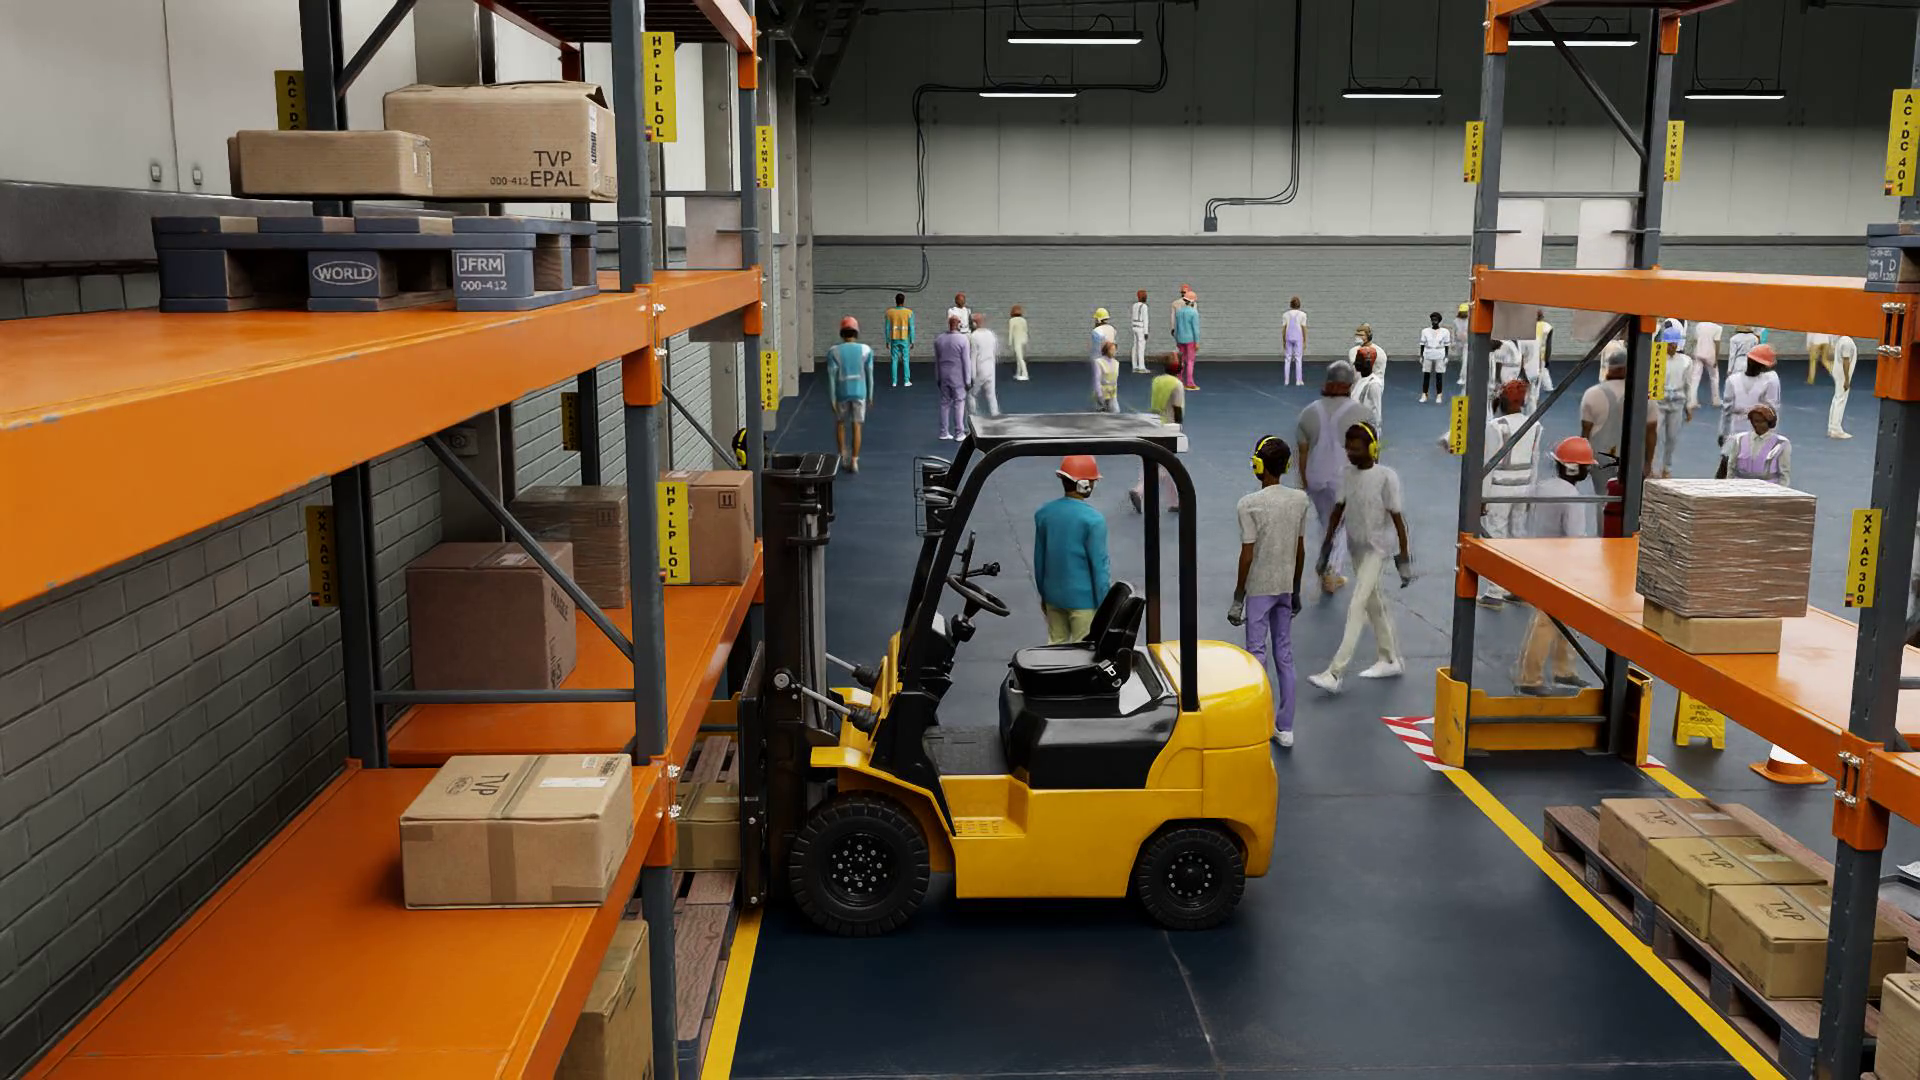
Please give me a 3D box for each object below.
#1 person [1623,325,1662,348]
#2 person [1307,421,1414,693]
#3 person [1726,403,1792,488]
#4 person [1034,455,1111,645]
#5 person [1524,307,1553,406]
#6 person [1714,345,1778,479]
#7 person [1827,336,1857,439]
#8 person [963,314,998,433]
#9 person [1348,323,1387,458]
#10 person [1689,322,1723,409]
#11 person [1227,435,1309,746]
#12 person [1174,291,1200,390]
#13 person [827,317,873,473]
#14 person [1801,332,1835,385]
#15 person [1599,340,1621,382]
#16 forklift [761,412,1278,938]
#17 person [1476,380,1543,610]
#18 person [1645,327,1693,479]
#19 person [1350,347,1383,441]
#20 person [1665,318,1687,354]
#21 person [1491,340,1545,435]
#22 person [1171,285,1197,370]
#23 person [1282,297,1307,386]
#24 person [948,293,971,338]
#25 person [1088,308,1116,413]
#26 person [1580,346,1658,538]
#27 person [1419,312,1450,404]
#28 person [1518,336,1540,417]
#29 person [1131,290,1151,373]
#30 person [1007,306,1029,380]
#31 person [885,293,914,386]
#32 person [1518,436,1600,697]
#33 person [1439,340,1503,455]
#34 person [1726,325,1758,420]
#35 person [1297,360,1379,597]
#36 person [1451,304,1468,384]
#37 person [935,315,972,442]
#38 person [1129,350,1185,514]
[{"bbox_3d":[12.169,-3.259,29.679,0.600,1.883,0.951,8,13,38],"label":"person"},{"bbox_3d":[2.670,0.106,11.116,0.996,1.806,0.632,-6,12,-30],"label":"person"},{"bbox_3d":[6.726,-0.338,14.060,0.309,1.640,0.513,-9,14,-42],"label":"person"},{"bbox_3d":[0.700,0.329,10.029,0.334,1.749,0.576,-9,13,-41],"label":"person"},{"bbox_3d":[10.459,-3.341,30.345,0.622,1.813,0.920,3,11,17],"label":"person"},{"bbox_3d":[8.622,-1.206,18.253,0.605,1.873,0.735,8,13,38],"label":"person"},{"bbox_3d":[13.446,-2.456,25.287,0.327,1.843,0.516,4,11,19],"label":"person"},{"bbox_3d":[0.281,-2.577,25.868,0.799,1.865,0.790,8,13,38],"label":"person"},{"bbox_3d":[5.300,-1.864,21.771,0.380,1.930,0.625,-6,12,-30],"label":"person"},{"bbox_3d":[13.460,-3.263,29.876,0.897,1.806,0.517,-7,13,-36],"label":"person"},{"bbox_3d":[1.802,0.314,9.784,0.513,1.872,0.328,-6,12,-29],"label":"person"},{"bbox_3d":[4.607,-4.021,33.588,0.396,1.993,0.617,-8,13,-38],"label":"person"},{"bbox_3d":[-1.443,-1.902,21.739,0.619,2.012,0.854,-2,10,-10],"label":"person"},{"bbox_3d":[17.981,-4.090,34.682,0.526,1.747,0.554,-3,10,-14],"label":"person"},{"bbox_3d":[9.507,-2.295,24.190,0.390,1.923,0.549,6,12,28],"label":"person"},{"bbox_3d":[0.291,0.548,7.580,2.313,2.155,1.214,0,10,-2],"label":"forklift"},{"bbox_3d":[4.477,-0.374,13.610,0.577,1.878,0.337,-5,11,-27],"label":"person"},{"bbox_3d":[8.768,-1.671,20.651,0.615,1.948,0.403,0,10,2],"label":"person"},{"bbox_3d":[4.299,-1.114,17.708,0.355,1.883,0.574,0,10,-3],"label":"person"},{"bbox_3d":[13.143,-3.443,30.581,0.596,1.918,0.385,-9,13,-39],"label":"person"},{"bbox_3d":[8.349,-2.463,25.147,1.044,1.906,0.611,7,12,34],"label":"person"},{"bbox_3d":[5.207,-4.925,38.622,0.624,1.992,0.390,4,11,19],"label":"person"},{"bbox_3d":[6.959,-4.131,34.622,0.506,1.846,0.345,4,11,23],"label":"person"},{"bbox_3d":[-0.003,-4.336,35.657,0.575,1.882,0.355,-7,12,-35],"label":"person"},{"bbox_3d":[2.466,-3.132,29.075,0.404,1.837,0.590,9,13,40],"label":"person"},{"bbox_3d":[6.172,-0.821,15.635,0.679,2.000,0.667,5,11,25],"label":"person"},{"bbox_3d":[8.767,-3.365,30.758,0.539,1.698,0.318,5,11,26],"label":"person"},{"bbox_3d":[8.776,-2.540,25.819,0.413,1.836,0.572,10,14,43],"label":"person"},{"bbox_3d":[4.128,-4.768,38.062,0.361,1.882,0.575,-5,11,-25],"label":"person"},{"bbox_3d":[1.325,-4.286,36.183,0.593,1.597,0.515,9,14,42],"label":"person"},{"bbox_3d":[-1.249,-4.150,34.517,0.600,1.917,0.377,1,10,5],"label":"person"},{"bbox_3d":[3.999,0.185,10.892,0.664,1.725,0.593,0,10,3],"label":"person"},{"bbox_3d":[6.975,-1.968,22.586,0.717,1.854,0.584,5,12,28],"label":"person"},{"bbox_3d":[13.107,-2.875,27.907,0.492,1.742,0.324,-1,10,-5],"label":"person"},{"bbox_3d":[3.168,-0.538,14.055,0.696,2.000,0.794,8,13,37],"label":"person"},{"bbox_3d":[10.671,-4.152,35.167,0.491,1.691,0.883,9,14,41],"label":"person"},{"bbox_3d":[-0.076,-2.429,25.004,0.667,1.899,0.396,8,13,39],"label":"person"},{"bbox_3d":[2.223,-1.172,18.224,0.813,1.817,0.575,-4,11,-19],"label":"person"}]
